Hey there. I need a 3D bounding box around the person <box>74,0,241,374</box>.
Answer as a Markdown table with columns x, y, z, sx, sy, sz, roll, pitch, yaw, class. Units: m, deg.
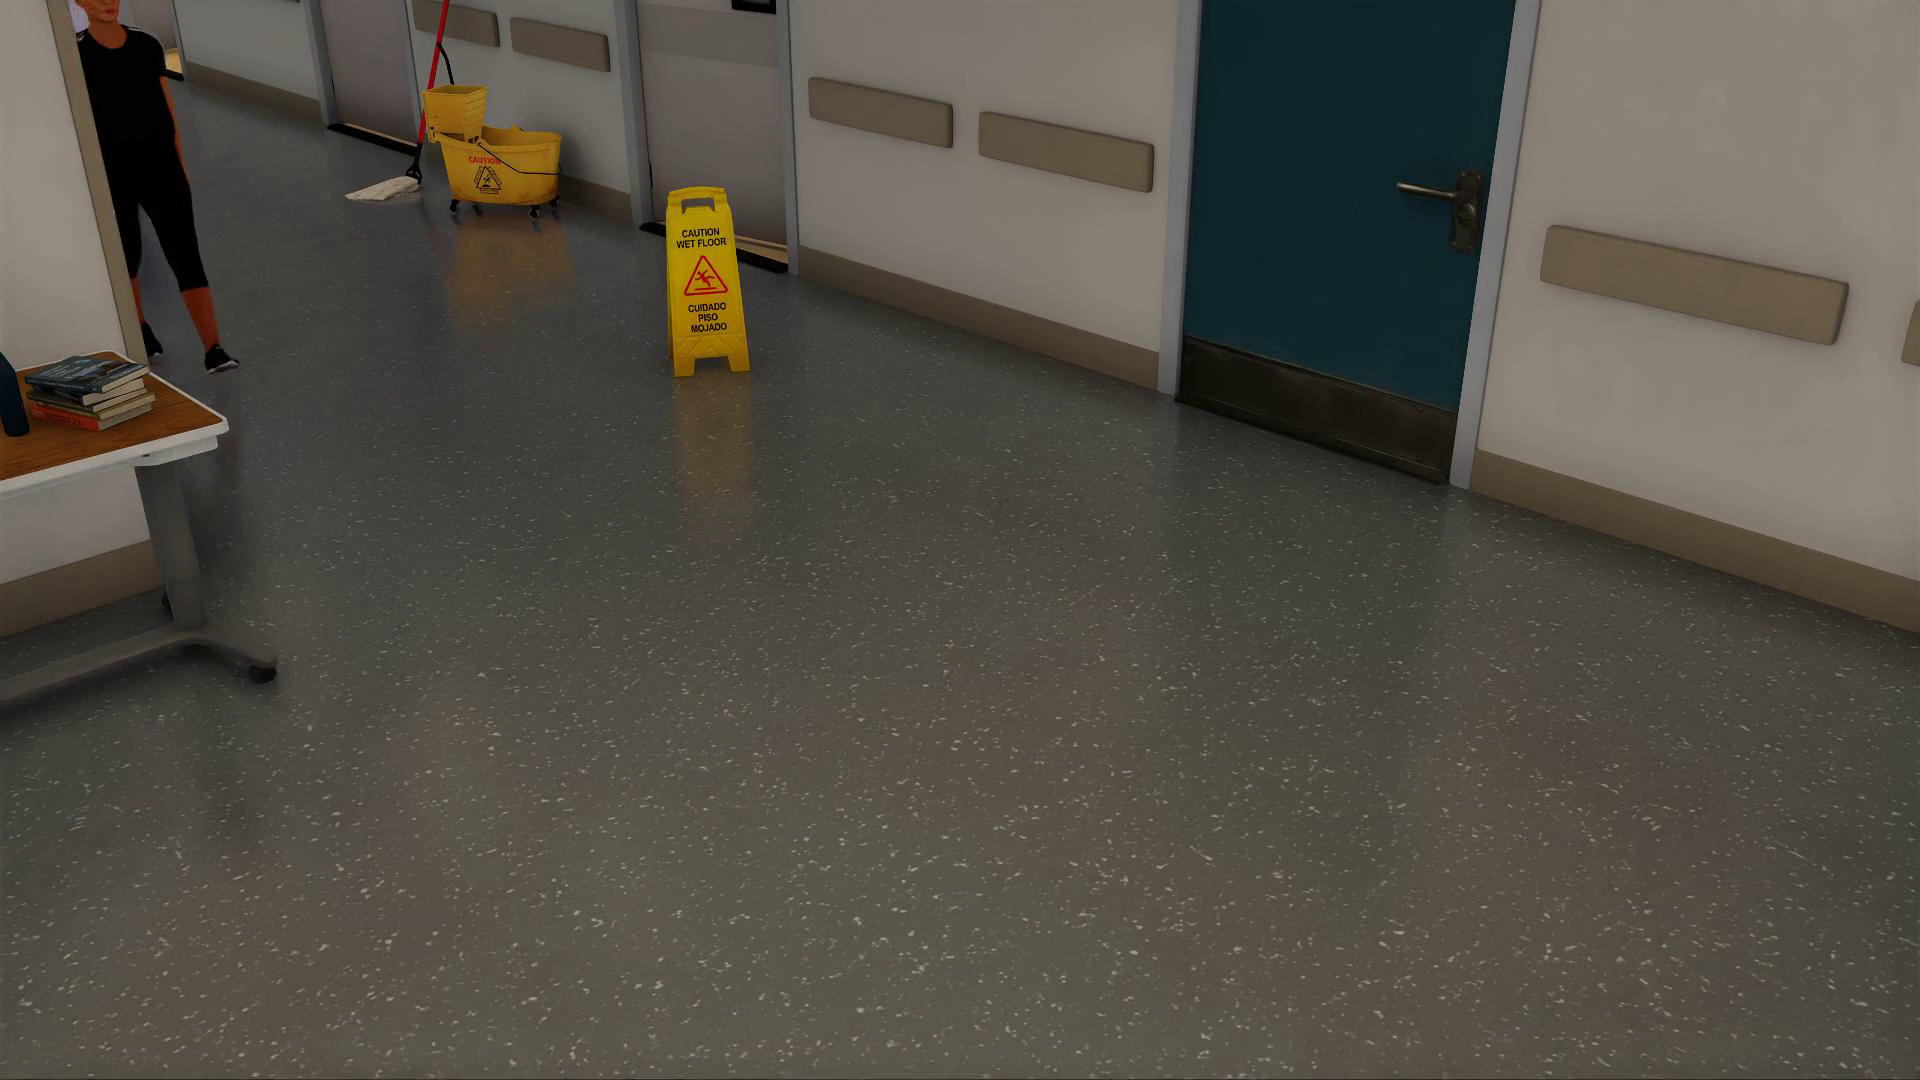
| x | y | z | sx | sy | sz | roll | pitch | yaw | class |
| --- | --- | --- | --- | --- | --- | --- | --- | --- | --- |
| -3.384 | -1.472 | 6.740 | 0.613 | 1.624 | 1.089 | -22 | 34 | -38 | person |
